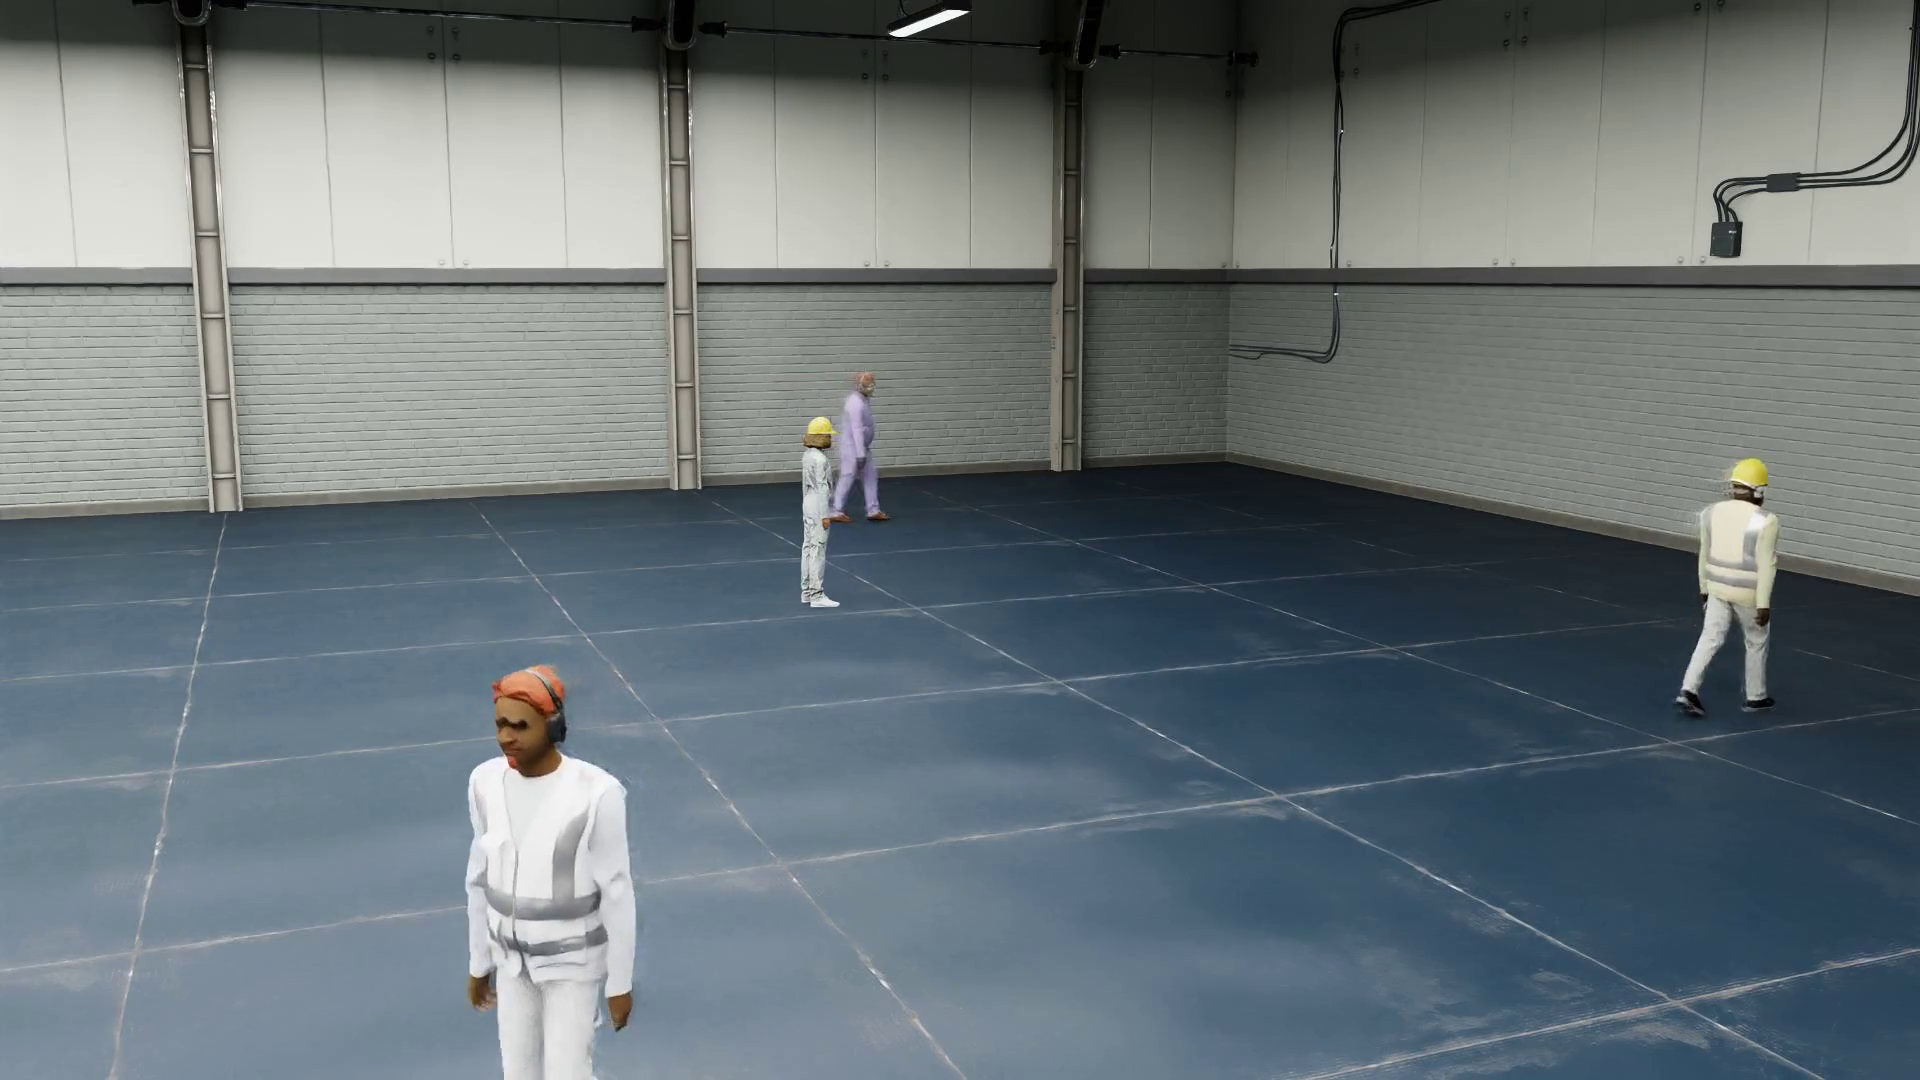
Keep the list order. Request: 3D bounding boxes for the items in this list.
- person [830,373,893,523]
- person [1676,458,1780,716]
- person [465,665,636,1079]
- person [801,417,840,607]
[{"bbox_3d":[-1.202,-1.110,20.282,0.875,1.852,0.647,1,9,8],"label":"person"},{"bbox_3d":[5.306,0.331,11.412,0.882,1.798,0.599,-5,10,-30],"label":"person"},{"bbox_3d":[-1.241,1.291,5.153,0.596,1.868,0.535,4,10,26],"label":"person"},{"bbox_3d":[-1.289,-0.260,15.280,0.319,1.742,0.492,-4,10,-22],"label":"person"}]
